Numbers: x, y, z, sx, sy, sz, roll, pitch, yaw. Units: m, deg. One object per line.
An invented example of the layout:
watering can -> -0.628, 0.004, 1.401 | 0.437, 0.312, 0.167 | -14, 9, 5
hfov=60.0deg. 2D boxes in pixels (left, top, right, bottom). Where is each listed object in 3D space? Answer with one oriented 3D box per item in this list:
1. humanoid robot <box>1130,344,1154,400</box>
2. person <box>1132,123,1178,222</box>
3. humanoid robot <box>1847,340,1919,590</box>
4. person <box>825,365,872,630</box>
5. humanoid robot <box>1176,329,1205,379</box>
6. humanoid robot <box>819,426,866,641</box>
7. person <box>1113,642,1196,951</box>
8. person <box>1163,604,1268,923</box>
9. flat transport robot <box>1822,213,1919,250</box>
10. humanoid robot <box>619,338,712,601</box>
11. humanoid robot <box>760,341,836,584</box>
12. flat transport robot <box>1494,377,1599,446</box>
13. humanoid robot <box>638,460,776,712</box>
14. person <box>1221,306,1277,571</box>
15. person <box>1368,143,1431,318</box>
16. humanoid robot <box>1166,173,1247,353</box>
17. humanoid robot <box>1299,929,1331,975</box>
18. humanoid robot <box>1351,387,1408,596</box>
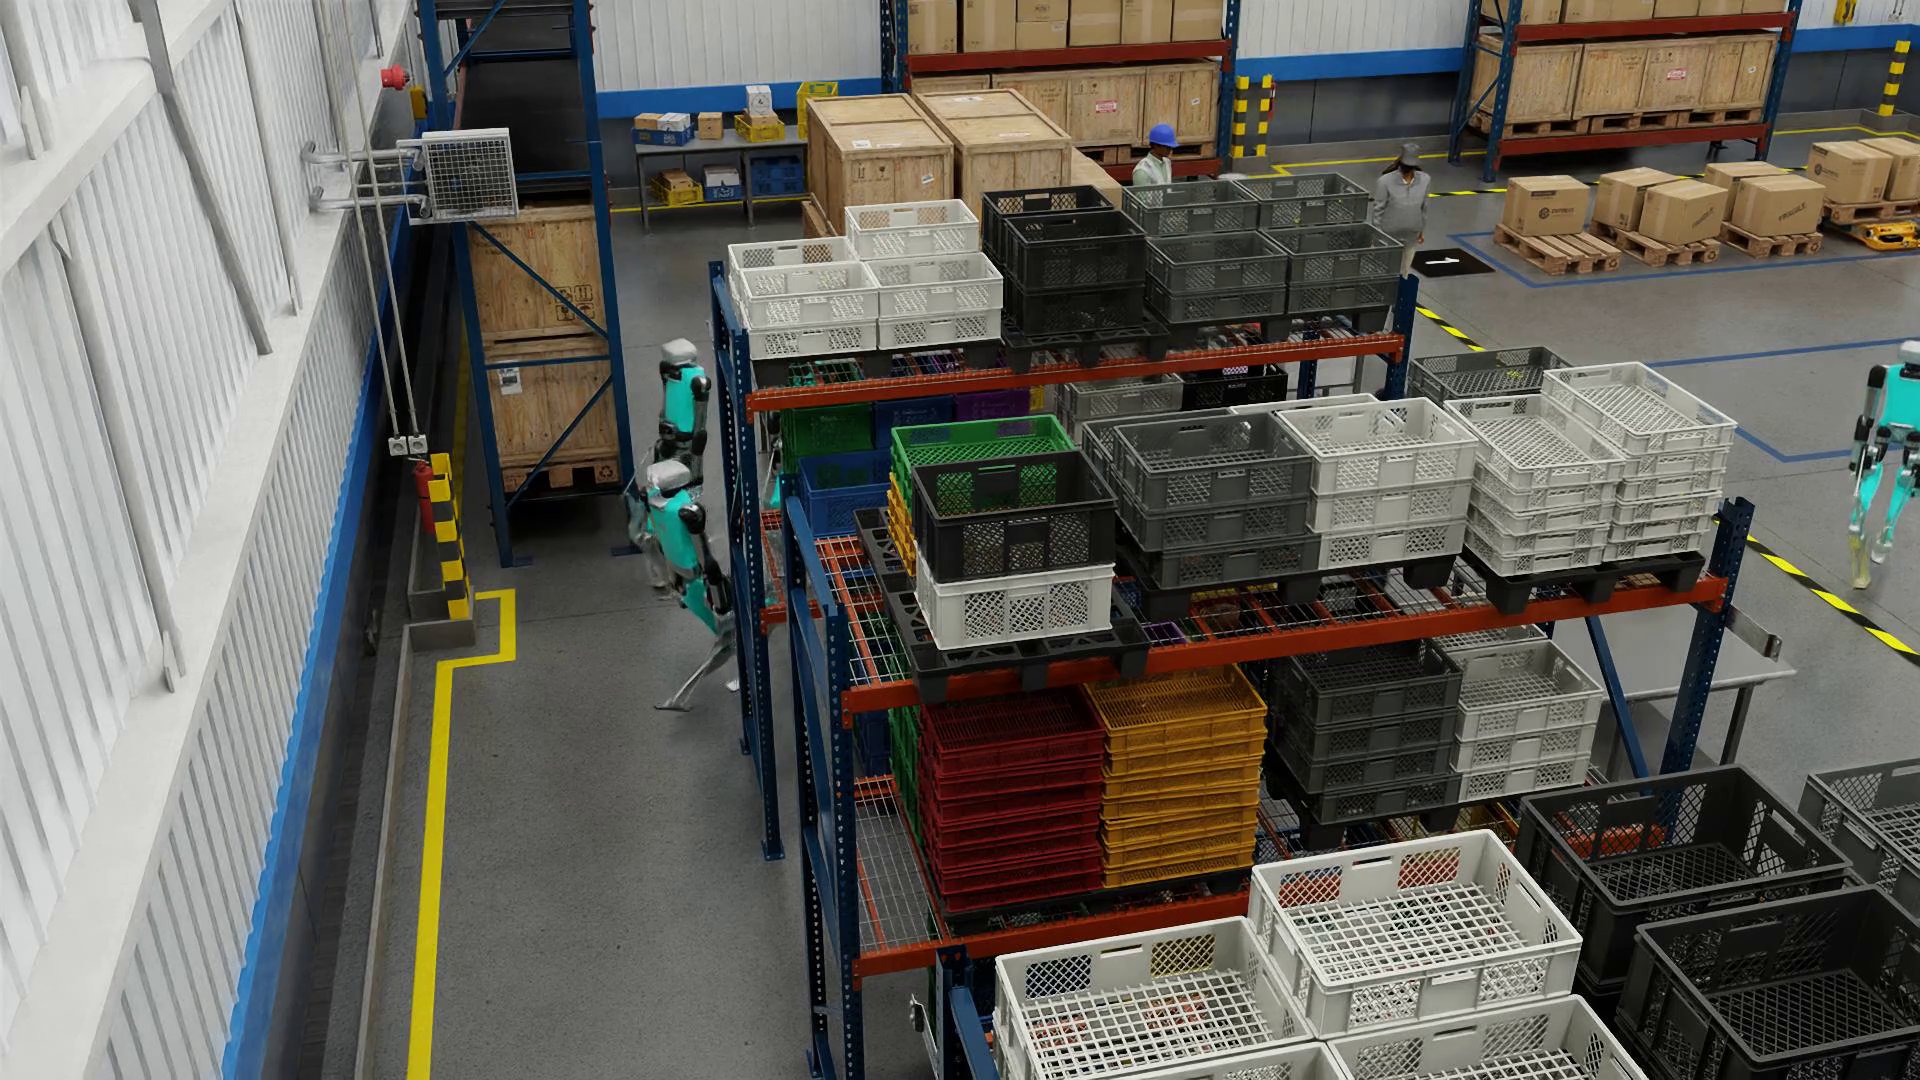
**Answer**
humanoid robot -> 1.325, -0.632, 11.748 | 0.336, 1.647, 0.615 | 14, 31, 24
person -> 1.857, -3.049, 16.045 | 0.411, 1.939, 0.602 | 17, 32, 30
humanoid robot -> 6.299, -0.440, 11.283 | 0.537, 1.729, 0.958 | 15, 31, 27
person -> -0.712, -0.268, 10.825 | 0.357, 1.881, 0.573 | 3, 28, 7
humanoid robot -> 1.578, -0.730, 11.951 | 0.612, 1.635, 0.608 | -1, 28, -1
humanoid robot -> -0.695, 0.032, 10.473 | 0.360, 1.651, 0.596 | -20, 34, -33
person -> 0.955, 1.249, 8.008 | 0.403, 1.823, 0.588 | 16, 32, 28
person -> 1.279, 1.131, 8.219 | 0.623, 1.840, 0.429 | -13, 30, -22
flat transport robot -> 10.244, -3.622, 18.888 | 0.652, 0.197, 1.431 | -6, 28, -12
humanoid robot -> -2.053, -0.446, 11.323 | 0.797, 1.769, 0.553 | -21, 34, -34
humanoid robot -> -1.143, -0.470, 11.354 | 0.532, 1.791, 0.668 | 10, 29, 18
flat transport robot -> 4.780, -1.036, 14.013 | 0.659, 0.231, 1.431 | -6, 28, -12
humanoid robot -> -1.464, 0.264, 9.965 | 1.025, 1.720, 0.550 | -25, 36, -38
person -> 1.978, -0.636, 11.375 | 0.403, 2.029, 0.608 | -20, 34, -33
person -> 4.234, -2.969, 16.076 | 0.564, 1.760, 0.407 | -5, 28, -9
humanoid robot -> 2.193, -2.551, 15.304 | 0.601, 1.767, 0.869 | -20, 34, -33
humanoid robot -> 1.458, 2.298, 6.199 | 0.819, 1.822, 0.544 | 13, 31, 23
humanoid robot -> 2.801, -0.242, 10.989 | 0.332, 1.646, 0.600 | -6, 28, -11
